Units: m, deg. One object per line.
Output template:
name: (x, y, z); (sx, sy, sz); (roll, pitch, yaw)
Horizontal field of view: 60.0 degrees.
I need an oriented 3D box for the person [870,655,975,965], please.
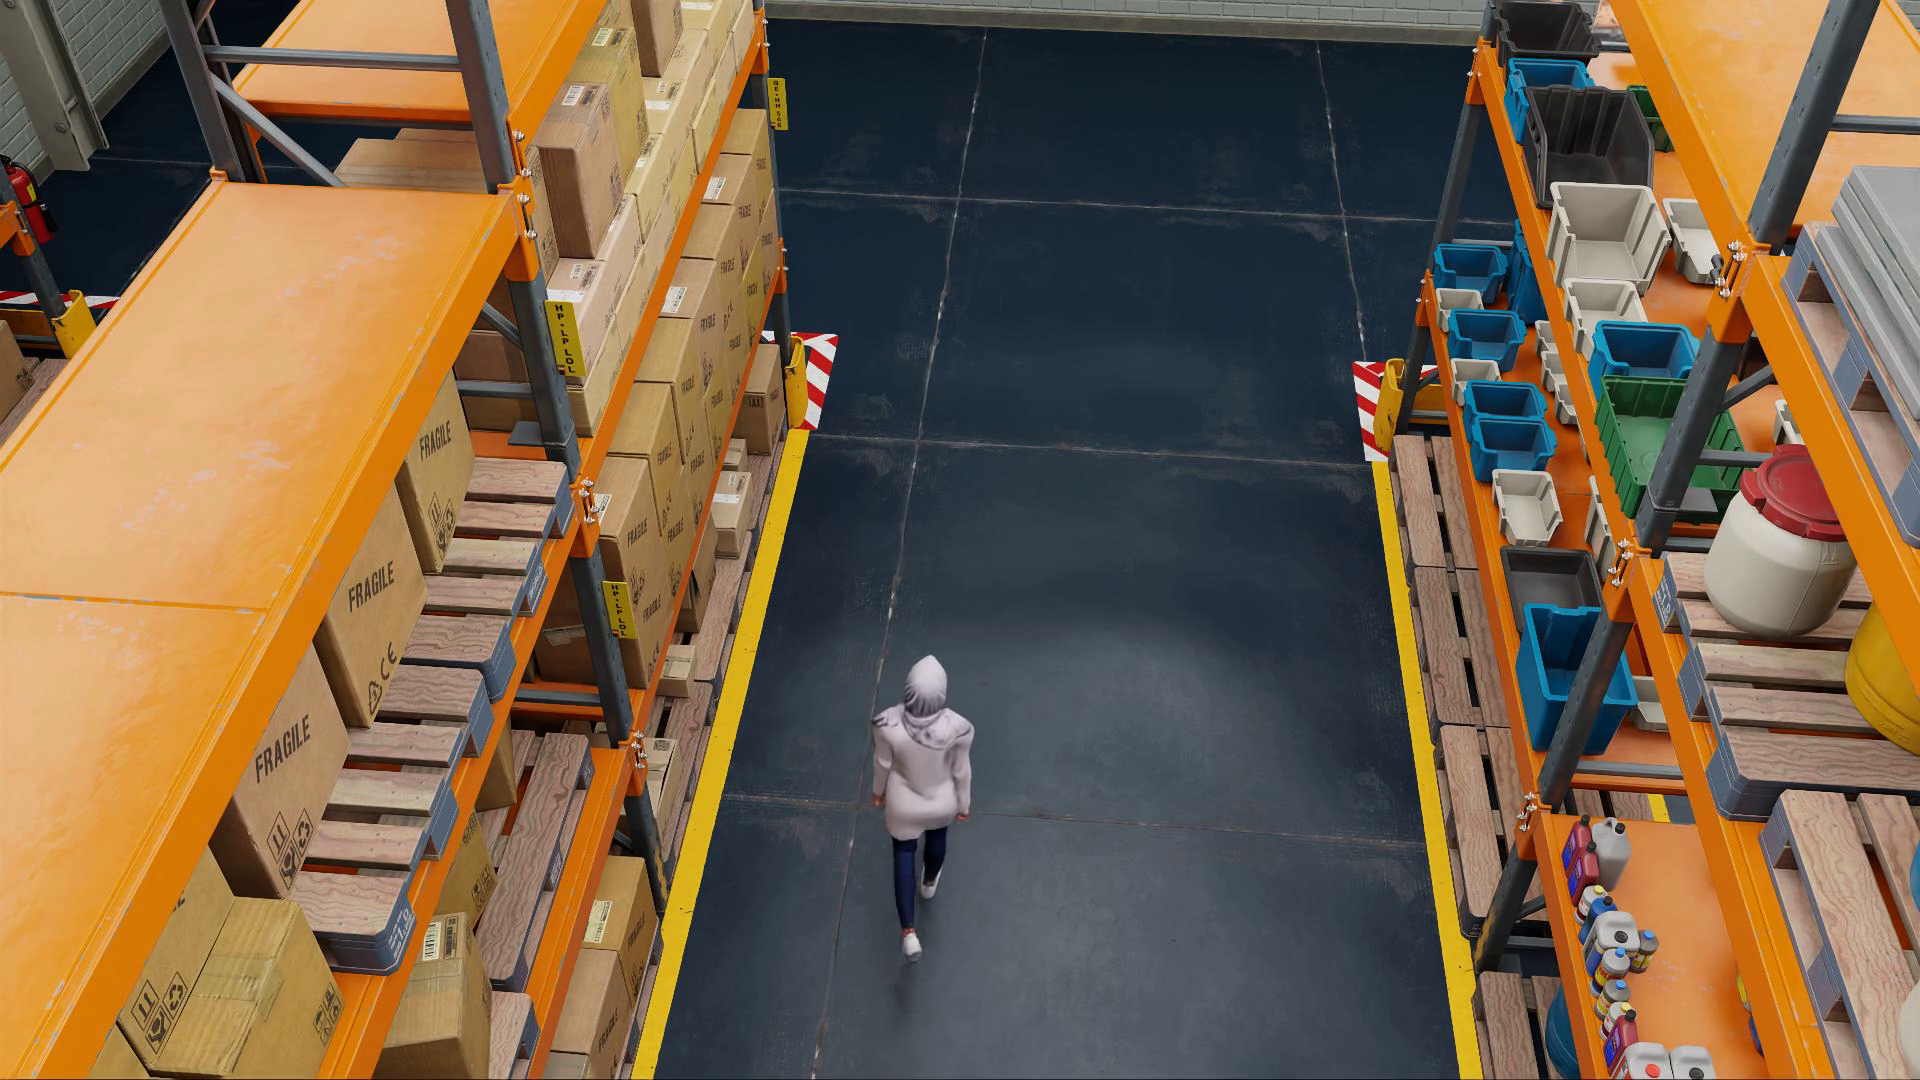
person: (-0.187, 1.244, 7.591); (0.640, 1.756, 0.991); (3, 43, 3)
